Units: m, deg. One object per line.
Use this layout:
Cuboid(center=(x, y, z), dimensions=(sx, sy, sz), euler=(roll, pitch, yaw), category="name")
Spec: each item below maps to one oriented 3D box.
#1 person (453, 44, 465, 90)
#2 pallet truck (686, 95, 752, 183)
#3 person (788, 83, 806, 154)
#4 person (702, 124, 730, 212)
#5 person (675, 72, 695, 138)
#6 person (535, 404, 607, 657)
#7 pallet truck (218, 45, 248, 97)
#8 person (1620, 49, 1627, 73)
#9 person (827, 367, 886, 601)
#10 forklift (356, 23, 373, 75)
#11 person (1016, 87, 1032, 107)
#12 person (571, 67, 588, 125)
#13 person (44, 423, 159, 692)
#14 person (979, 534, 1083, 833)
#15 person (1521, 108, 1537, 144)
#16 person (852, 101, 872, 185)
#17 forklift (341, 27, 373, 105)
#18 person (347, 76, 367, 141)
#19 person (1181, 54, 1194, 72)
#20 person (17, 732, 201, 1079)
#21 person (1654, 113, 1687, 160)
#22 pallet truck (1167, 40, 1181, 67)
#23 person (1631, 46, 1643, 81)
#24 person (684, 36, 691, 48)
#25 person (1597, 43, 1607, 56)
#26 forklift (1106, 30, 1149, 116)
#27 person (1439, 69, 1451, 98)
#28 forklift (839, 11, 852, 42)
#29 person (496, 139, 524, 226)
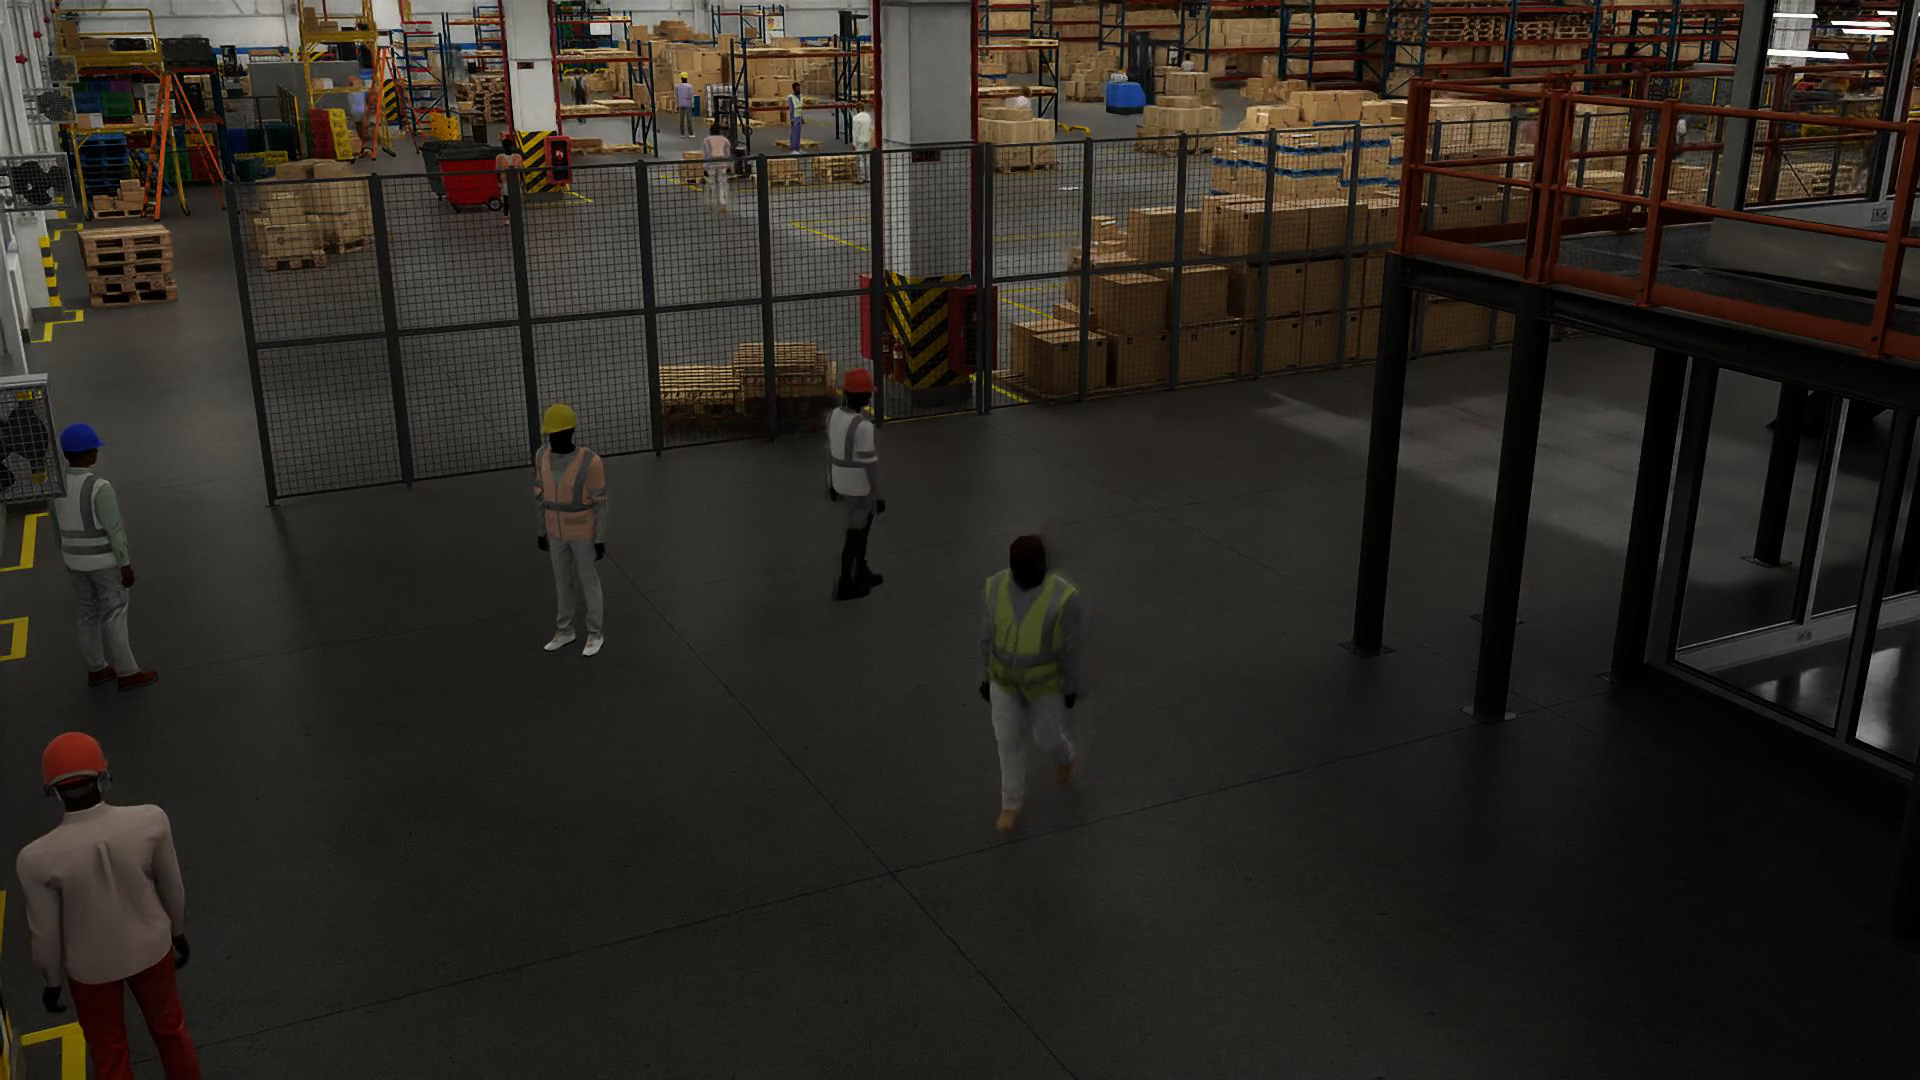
Cuboid(center=(-20.530, -19.349, 68.207), dimensions=(0.486, 1.920, 0.647), euler=(-15, 24, -37), category="person")
Cuboid(center=(-5.836, -9.608, 39.856), dimensions=(0.823, 1.965, 1.885), euler=(10, 22, 27), category="pallet truck")
Cuboid(center=(-4.504, -11.589, 45.719), dimensions=(0.392, 1.919, 0.591), euler=(9, 21, 24), category="person")
Cuboid(center=(-5.160, -7.848, 35.057), dimensions=(0.660, 1.793, 0.947), euler=(-10, 21, -26), category="person")
Cuboid(center=(-8.264, -13.087, 50.046), dimensions=(0.594, 1.926, 0.367), euler=(3, 19, 9), category="person")
Cuboid(center=(-2.886, -0.074, 12.322), dimensions=(0.584, 1.928, 0.373), euler=(7, 20, 19), category="person")
Cuboid(center=(-28.879, -18.665, 66.111), dimensions=(0.823, 1.965, 1.885), euler=(-3, 19, -9), category="pallet truck")
Cuboid(center=(28.031, -19.841, 70.010), dimensions=(0.540, 1.675, 0.755), euler=(16, 25, 39), category="person")
Cuboid(center=(-0.774, -0.457, 13.452), dimensions=(0.672, 1.911, 0.570), euler=(-12, 22, -31), category="person")
Cuboid(center=(-23.081, -18.778, 65.104), dimensions=(1.129, 2.768, 1.873), euler=(13, 23, 33), category="forklift")
Cuboid(center=(1.666, -11.109, 44.373), dimensions=(0.398, 1.904, 0.784), euler=(-8, 21, -21), category="person")
Cuboid(center=(-12.419, -14.530, 54.393), dimensions=(0.527, 1.815, 0.835), euler=(-2, 19, -6), category="person")
Cuboid(center=(-6.077, 0.126, 11.713), dimensions=(0.617, 1.946, 0.393), euler=(8, 20, 21), category="person")
Cuboid(center=(0.432, 0.802, 9.952), dimensions=(0.633, 1.820, 0.697), euler=(8, 20, 21), category="person")
Cuboid(center=(13.681, -9.523, 40.039), dimensions=(0.526, 1.720, 0.925), euler=(-4, 19, -11), category="person")
Cuboid(center=(-2.328, -9.376, 39.291), dimensions=(0.369, 1.933, 0.626), euler=(11, 22, 30), category="person")
Cuboid(center=(-22.275, -17.346, 60.954), dimensions=(1.873, 2.768, 1.129), euler=(-9, 21, -25), category="forklift")
Cuboid(center=(-17.534, -12.479, 48.296), dimensions=(0.443, 1.916, 0.565), euler=(12, 23, 32), category="person")
Cuboid(center=(8.557, -17.444, 62.856), dimensions=(0.493, 1.815, 0.995), euler=(-4, 19, -11), category="person")
Cuboid(center=(-3.554, 1.733, 6.995), dimensions=(0.608, 1.987, 0.391), euler=(-18, 26, -41), category="person")
Cuboid(center=(16.209, -9.021, 38.088), dimensions=(0.656, 2.000, 0.694), euler=(-13, 23, -33), category="person")
Cuboid(center=(9.045, -19.971, 69.895), dimensions=(0.823, 1.965, 1.885), euler=(-3, 19, -8), category="pallet truck")
Cuboid(center=(27.713, -19.368, 68.408), dimensions=(0.652, 1.828, 0.431), euler=(2, 19, 5), category="person")
Cuboid(center=(-12.338, -21.763, 75.181), dimensions=(0.552, 1.935, 0.374), euler=(8, 21, 22), category="person")
Cuboid(center=(30.093, -22.650, 78.322), dimensions=(0.958, 1.565, 0.496), euler=(1, 19, 3), category="person")
Cuboid(center=(6.116, -16.192, 57.608), dimensions=(1.873, 2.768, 1.129), euler=(-9, 21, -25), category="forklift")
Cuboid(center=(15.113, -13.649, 51.696), dimensions=(0.548, 1.915, 0.738), euler=(-10, 21, -27), category="person")
Cuboid(center=(-5.723, -25.043, 83.266), dimensions=(1.873, 2.768, 1.129), euler=(-9, 21, -25), category="forklift")
Cuboid(center=(-8.944, -7.123, 33.102), dimensions=(0.542, 1.697, 0.316), euler=(-8, 20, -21), category="person")
